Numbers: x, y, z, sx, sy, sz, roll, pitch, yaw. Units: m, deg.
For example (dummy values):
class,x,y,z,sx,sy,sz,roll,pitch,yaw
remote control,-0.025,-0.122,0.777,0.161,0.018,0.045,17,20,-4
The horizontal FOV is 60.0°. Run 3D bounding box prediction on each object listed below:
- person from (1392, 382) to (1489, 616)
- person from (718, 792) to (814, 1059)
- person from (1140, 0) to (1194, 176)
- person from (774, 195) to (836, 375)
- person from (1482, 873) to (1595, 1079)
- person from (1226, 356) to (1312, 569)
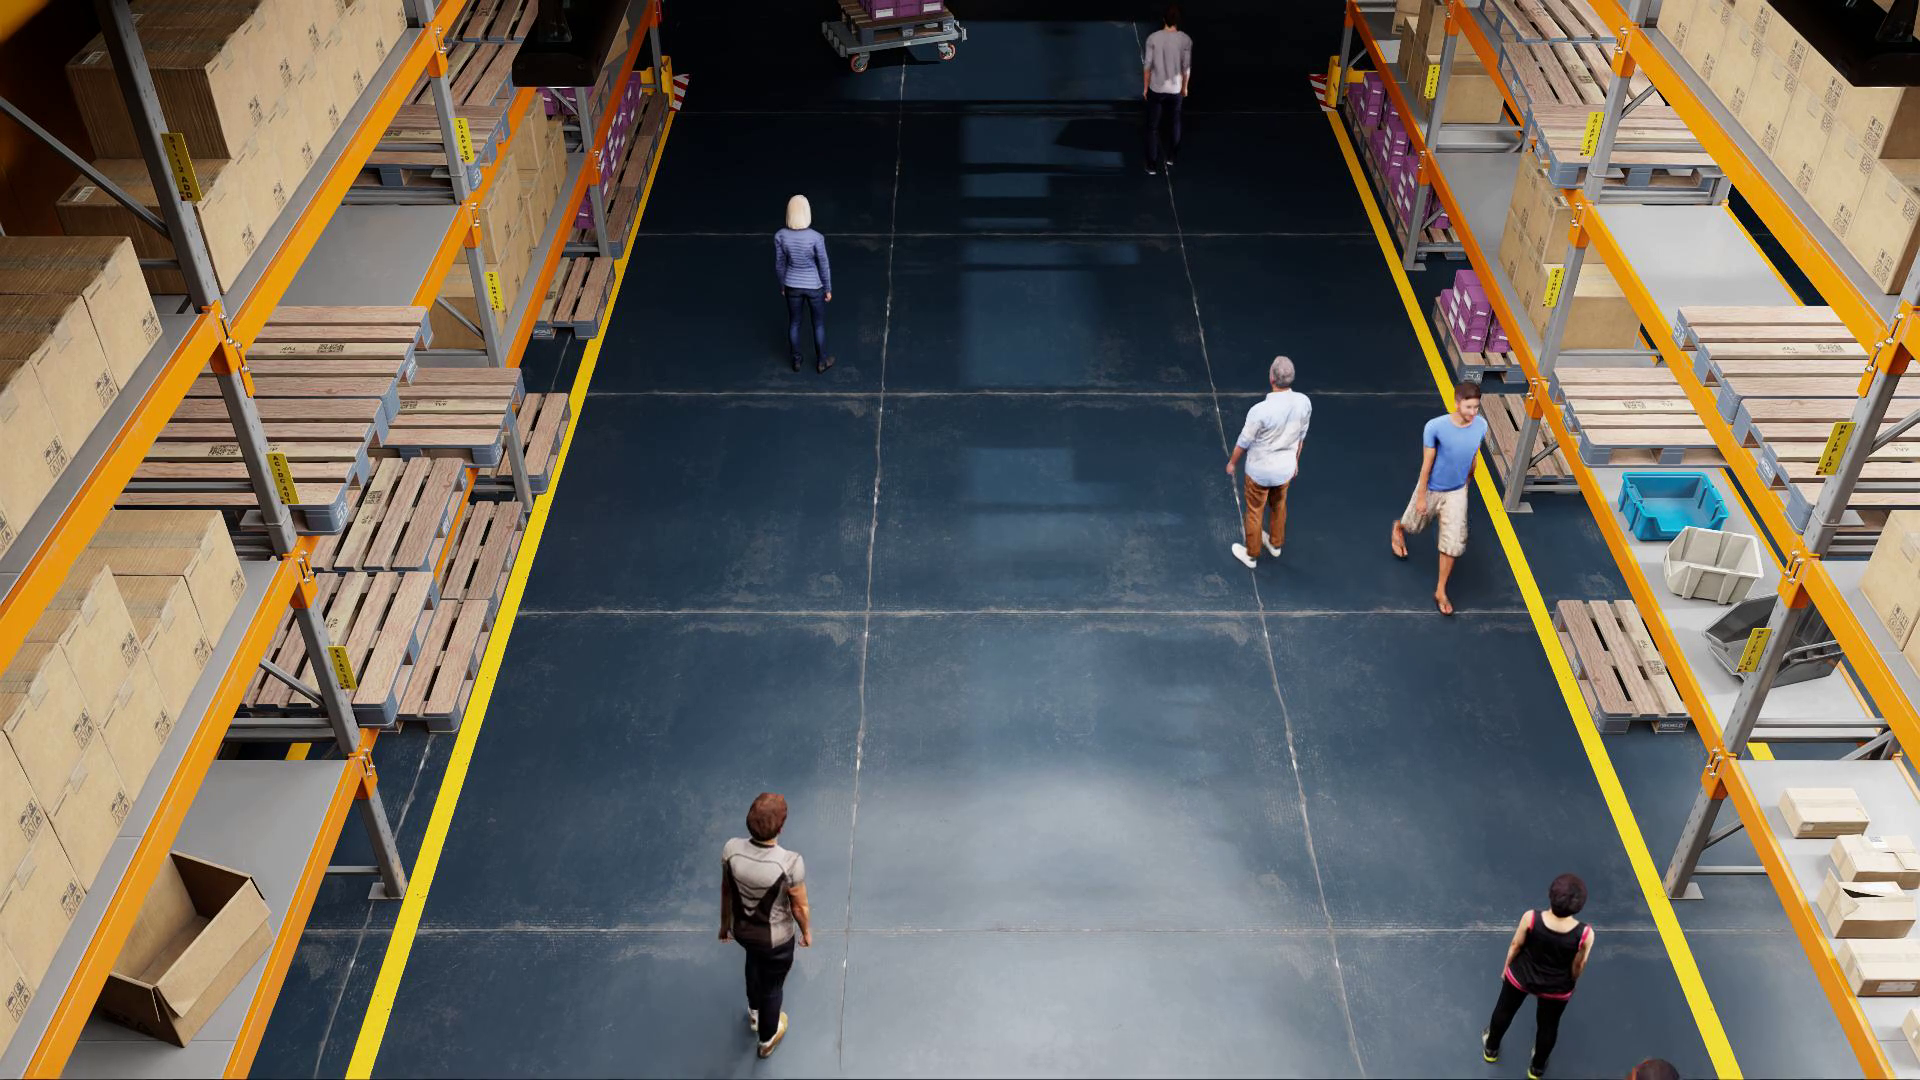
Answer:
class,x,y,z,sx,sy,sz,roll,pitch,yaw
person,3.562,-0.440,12.432,0.653,1.840,1.205,-1,39,-2
person,-1.111,2.186,9.125,0.766,1.864,0.778,11,40,13
person,2.216,-4.857,17.973,0.646,1.828,0.661,-3,39,-4
person,-1.383,-2.272,14.802,0.684,1.745,0.610,7,39,8
person,3.188,2.387,9.124,0.613,1.551,0.628,17,41,20
person,2.353,-0.553,12.589,0.801,1.820,0.781,-15,41,-18
